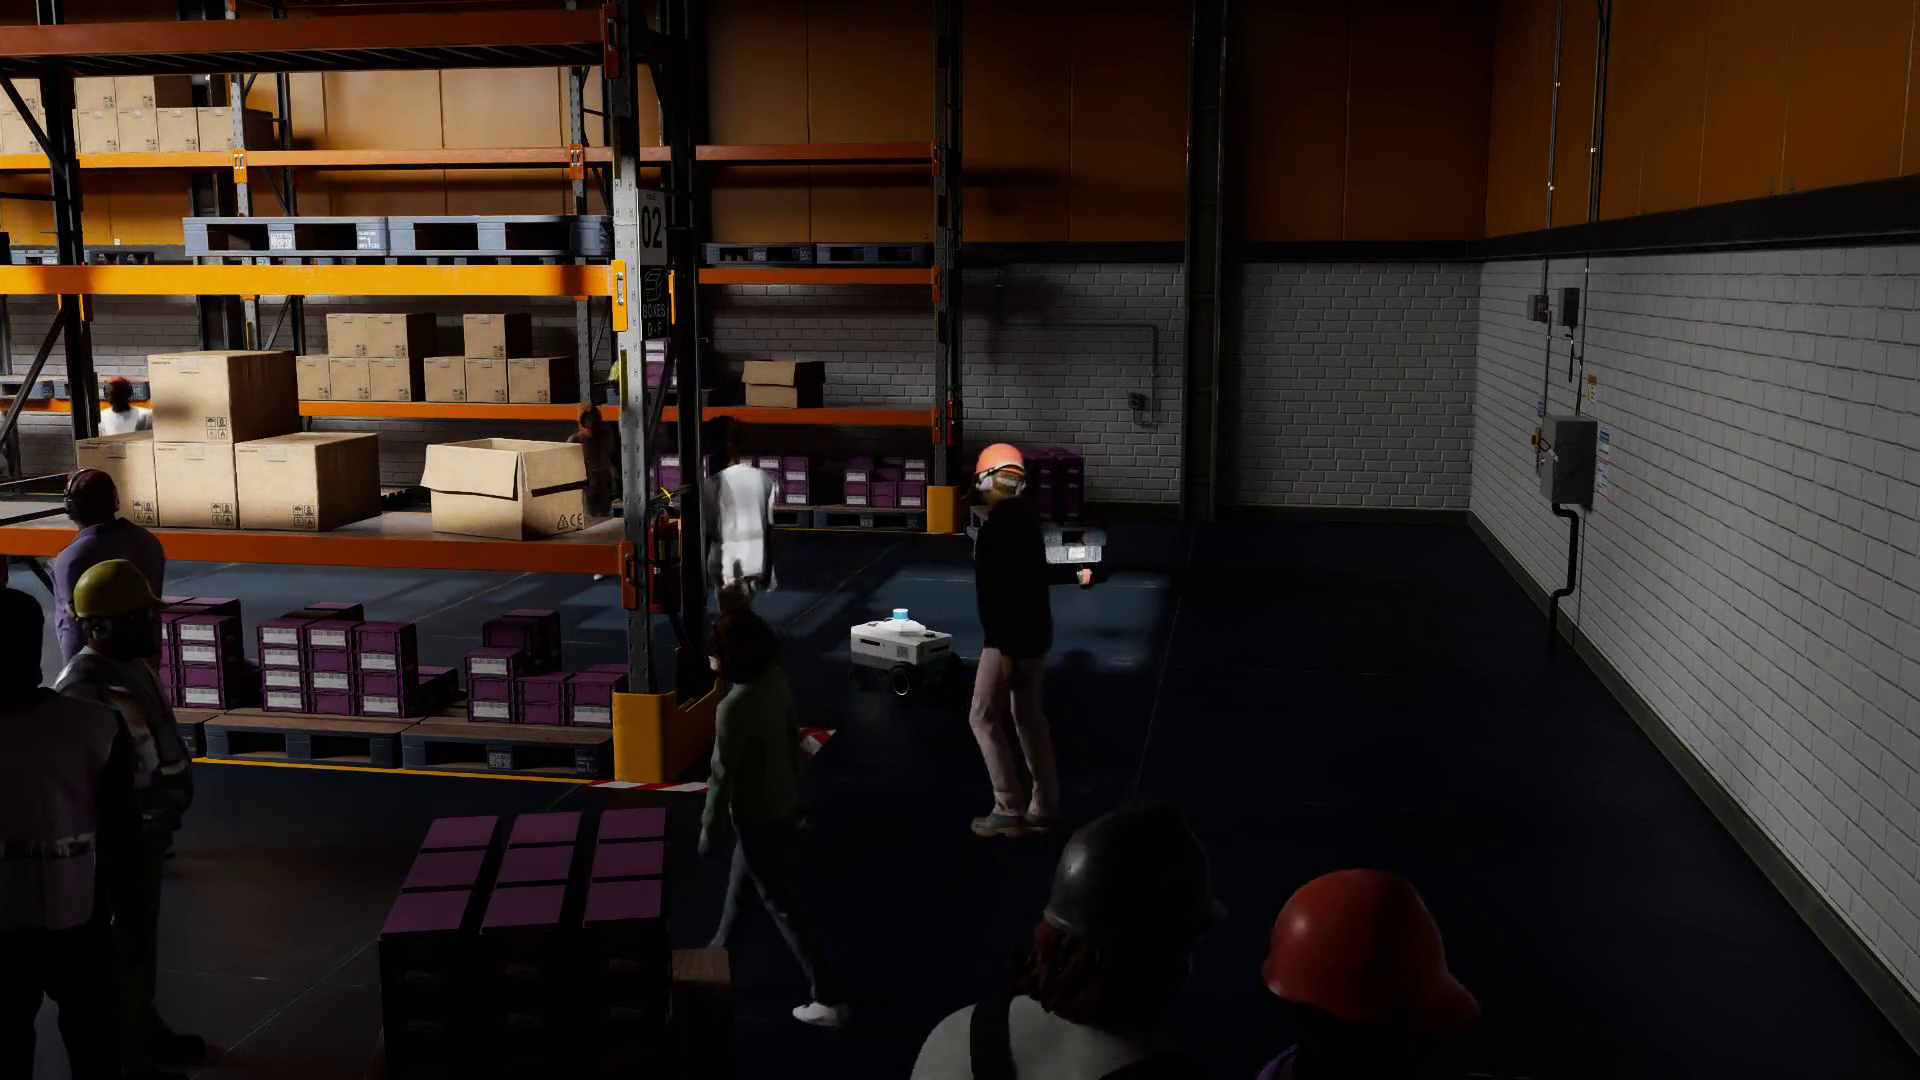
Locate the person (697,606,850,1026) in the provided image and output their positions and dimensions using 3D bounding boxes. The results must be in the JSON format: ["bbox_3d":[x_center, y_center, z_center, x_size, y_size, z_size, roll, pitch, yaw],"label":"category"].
[{"bbox_3d":[-0.773,1.016,6.161,0.835,1.581,0.528,3,10,16],"label":"person"}]

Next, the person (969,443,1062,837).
[{"bbox_3d":[0.275,0.502,8.246,0.593,1.947,0.639,6,11,31],"label":"person"}]

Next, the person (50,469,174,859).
[{"bbox_3d":[-3.929,0.619,7.669,0.399,1.905,0.643,1,9,9],"label":"person"}]

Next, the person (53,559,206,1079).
[{"bbox_3d":[-2.835,0.972,5.692,0.403,1.835,0.588,-2,9,-12],"label":"person"}]

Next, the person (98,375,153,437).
[{"bbox_3d":[-7.550,-0.572,15.145,0.612,1.871,0.497,-1,9,-5],"label":"person"}]

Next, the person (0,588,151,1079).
[{"bbox_3d":[-2.627,1.084,4.728,0.591,1.922,0.393,-3,10,-19],"label":"person"}]

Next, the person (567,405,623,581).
[{"bbox_3d":[-3.387,-0.467,15.371,0.560,1.590,0.820,-6,11,-34],"label":"person"}]

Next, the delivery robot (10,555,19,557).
[{"bbox_3d":[-8.816,-0.054,15.725,0.707,0.478,0.477,-1,9,-6],"label":"delivery robot"}]

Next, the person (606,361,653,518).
[{"bbox_3d":[-3.348,-0.866,16.881,0.458,1.904,0.612,0,9,-2],"label":"person"}]

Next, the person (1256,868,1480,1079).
[{"bbox_3d":[0.561,1.428,2.544,0.376,1.936,0.549,3,10,20],"label":"person"}]

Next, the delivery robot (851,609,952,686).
[{"bbox_3d":[-0.394,0.700,11.048,0.707,0.478,0.477,8,12,41],"label":"delivery robot"}]

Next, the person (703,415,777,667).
[{"bbox_3d":[-1.422,0.165,10.505,1.023,1.909,0.607,7,11,37],"label":"person"}]
